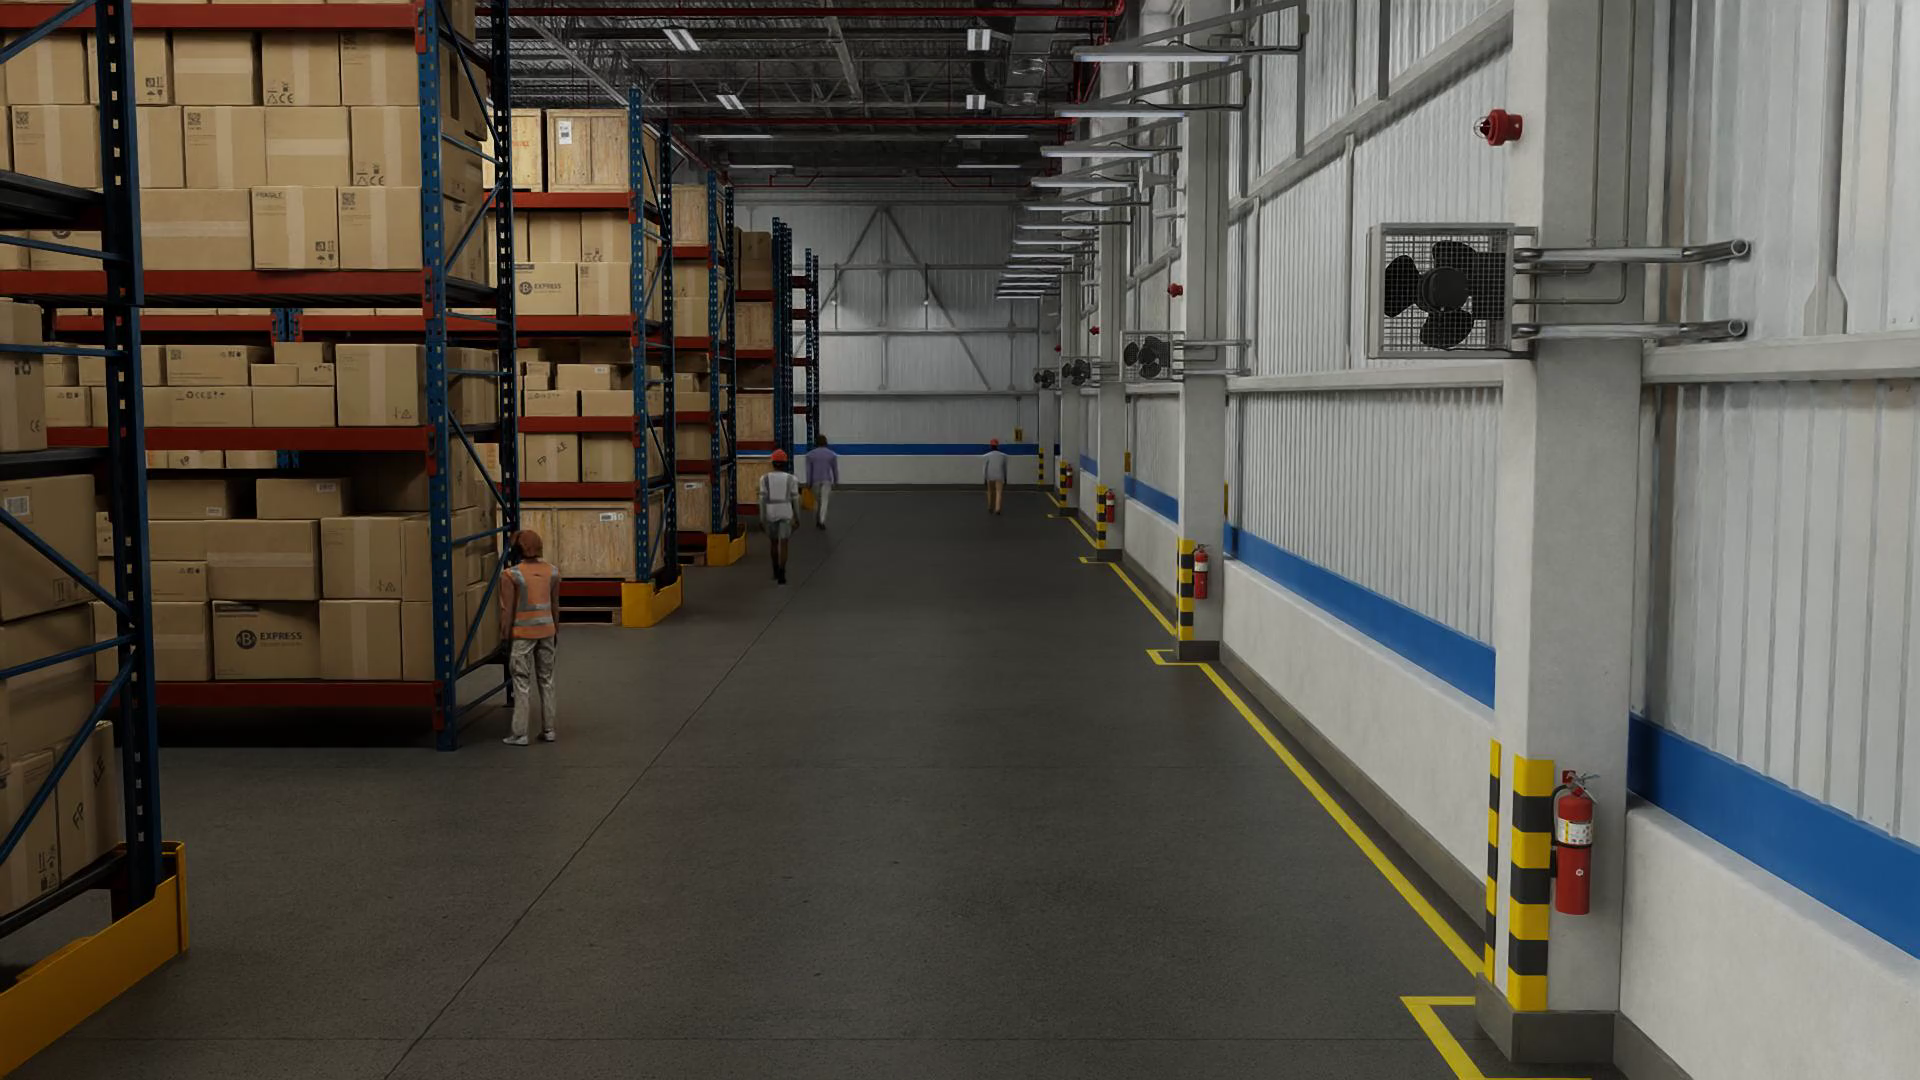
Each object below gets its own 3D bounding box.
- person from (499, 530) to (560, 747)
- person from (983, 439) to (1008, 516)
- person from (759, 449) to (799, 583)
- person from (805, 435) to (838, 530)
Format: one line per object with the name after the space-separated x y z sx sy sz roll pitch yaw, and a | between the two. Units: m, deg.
-3.232 0.735 12.550 0.316 1.631 0.523 4 6 40 | person
0.785 -1.397 36.936 0.556 1.715 0.874 0 5 -1 | person
-2.571 -0.348 23.636 0.556 1.907 0.928 0 5 -2 | person
-2.746 -1.144 33.039 0.641 1.896 1.042 0 5 -2 | person
